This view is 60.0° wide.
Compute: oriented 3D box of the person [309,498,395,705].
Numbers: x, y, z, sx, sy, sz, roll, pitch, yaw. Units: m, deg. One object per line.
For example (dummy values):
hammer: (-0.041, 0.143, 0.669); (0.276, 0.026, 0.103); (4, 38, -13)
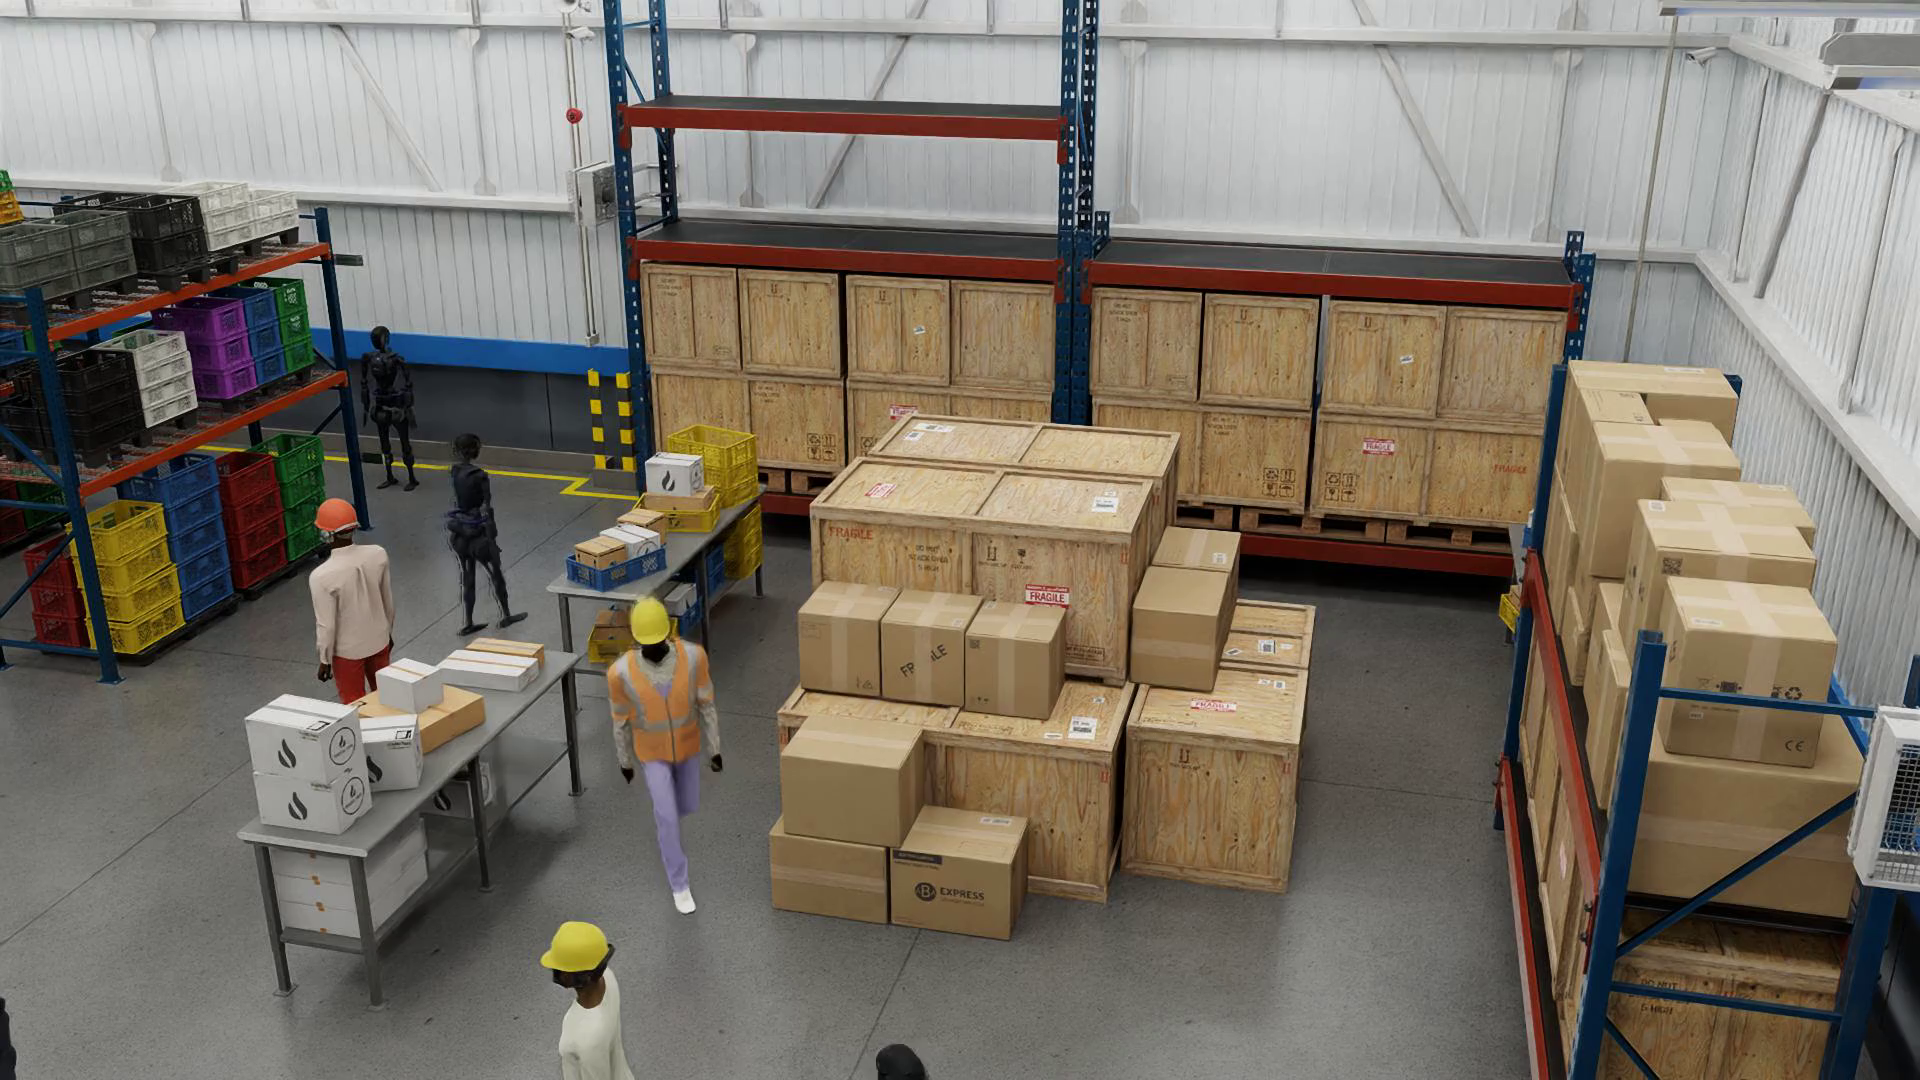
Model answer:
person: (-3.942, 0.677, 10.859); (0.375, 1.995, 0.608); (11, 24, 27)

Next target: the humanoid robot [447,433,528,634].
humanoid robot: (-3.810, -0.064, 13.248); (0.628, 1.648, 0.573); (16, 26, 36)

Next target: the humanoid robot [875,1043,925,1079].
humanoid robot: (-0.206, 2.624, 6.245); (0.596, 1.638, 0.684); (-13, 25, -31)

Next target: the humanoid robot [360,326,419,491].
humanoid robot: (-5.649, -1.303, 16.464); (0.609, 1.656, 0.313); (5, 21, 13)

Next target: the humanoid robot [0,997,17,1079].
humanoid robot: (-4.370, 2.213, 7.265); (0.609, 1.657, 0.313); (5, 21, 13)

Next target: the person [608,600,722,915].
person: (-1.728, 1.173, 9.700); (0.595, 1.891, 0.796); (-9, 23, -23)

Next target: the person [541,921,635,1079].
person: (-1.494, 2.333, 6.843); (0.319, 1.769, 0.523); (-2, 21, -6)
